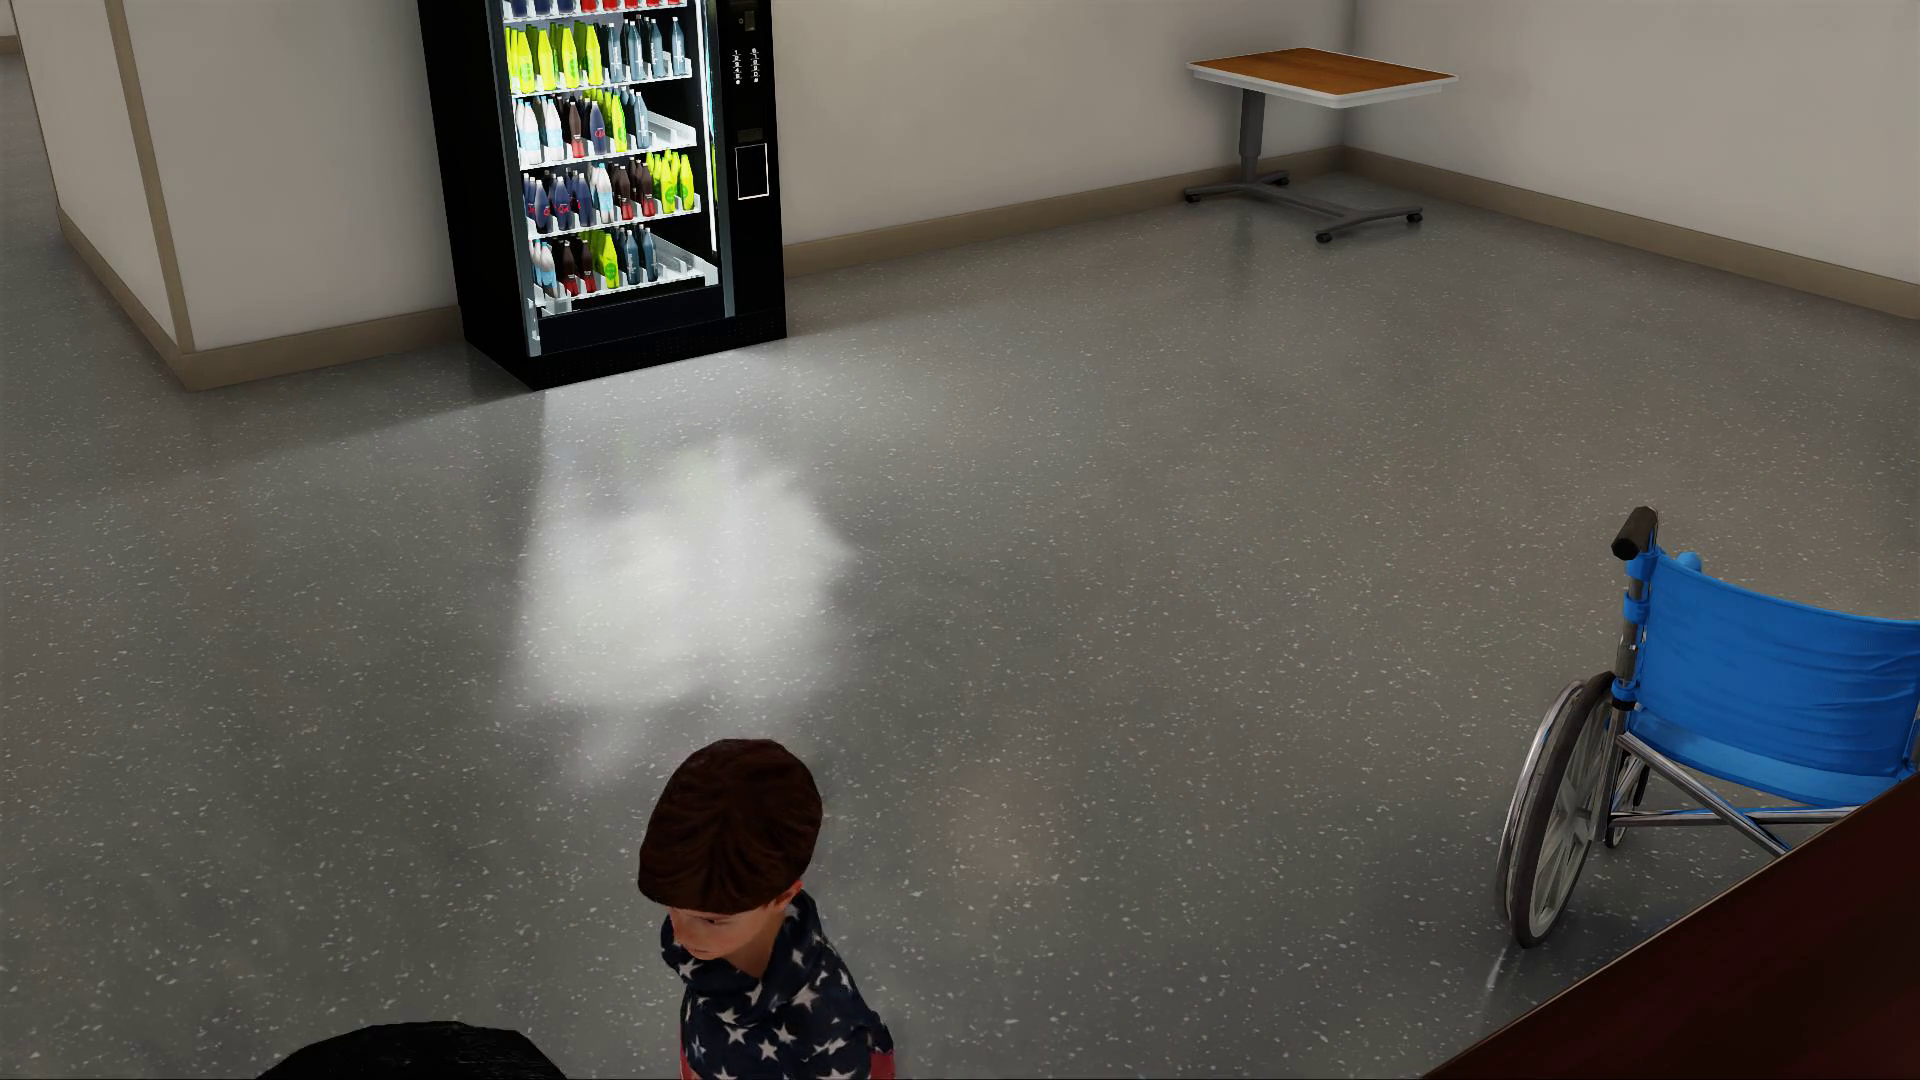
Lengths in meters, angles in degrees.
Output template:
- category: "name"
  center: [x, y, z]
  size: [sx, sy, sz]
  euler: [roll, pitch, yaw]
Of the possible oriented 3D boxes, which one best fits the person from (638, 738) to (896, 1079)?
- category: "person"
  center: [-0.194, 0.855, 2.262]
  size: [0.572, 1.431, 0.592]
  euler: [20, 32, 36]
